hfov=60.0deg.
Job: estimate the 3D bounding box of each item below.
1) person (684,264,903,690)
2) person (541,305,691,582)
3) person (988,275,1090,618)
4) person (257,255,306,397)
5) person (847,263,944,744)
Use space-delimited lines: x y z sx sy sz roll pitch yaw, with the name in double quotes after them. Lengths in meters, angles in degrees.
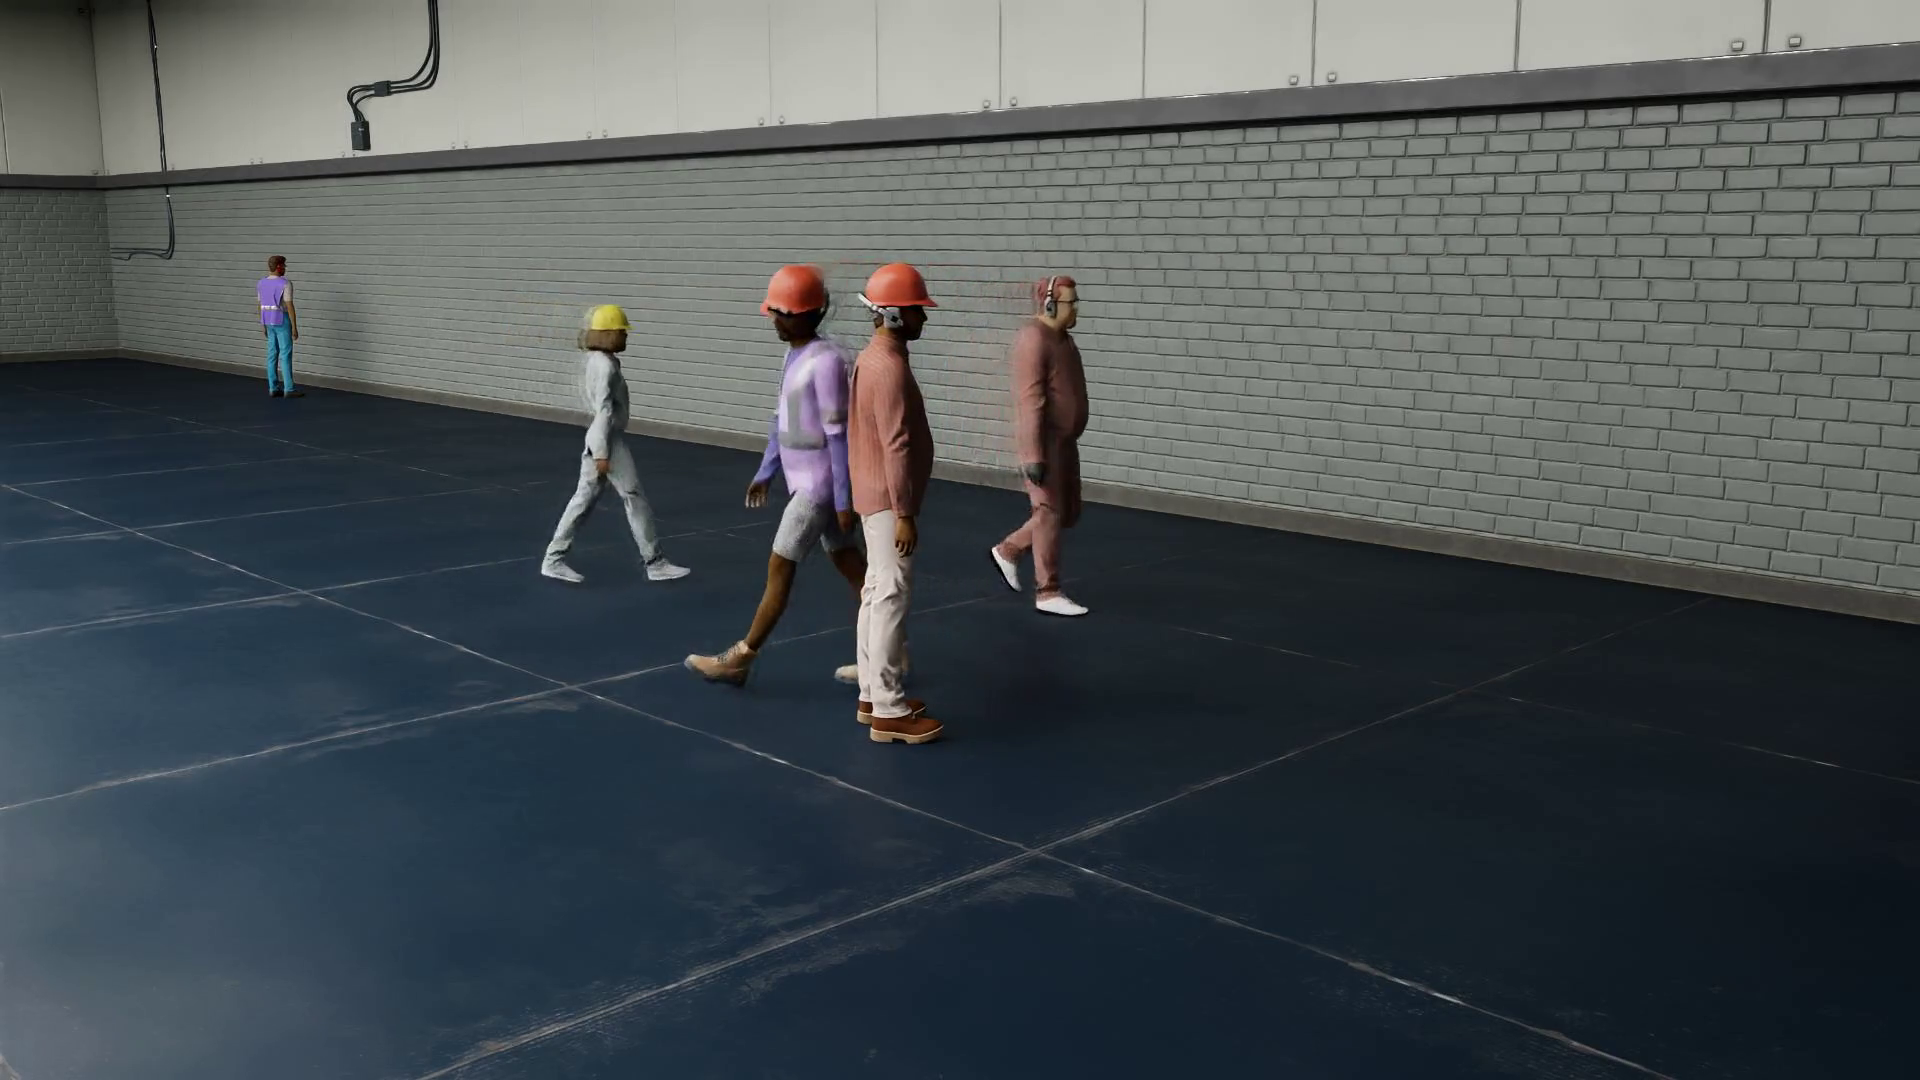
-0.743 -0.264 7.647 1.045 1.971 0.663 -2 11 -12 "person"
-2.158 -0.580 10.123 0.891 1.698 0.501 -4 11 -19 "person"
0.445 -0.527 9.307 0.570 1.895 0.650 4 11 22 "person"
-8.951 -2.802 21.836 0.570 1.843 0.372 5 11 23 "person"
-0.278 -0.161 7.027 0.384 1.993 0.622 -2 11 -12 "person"
